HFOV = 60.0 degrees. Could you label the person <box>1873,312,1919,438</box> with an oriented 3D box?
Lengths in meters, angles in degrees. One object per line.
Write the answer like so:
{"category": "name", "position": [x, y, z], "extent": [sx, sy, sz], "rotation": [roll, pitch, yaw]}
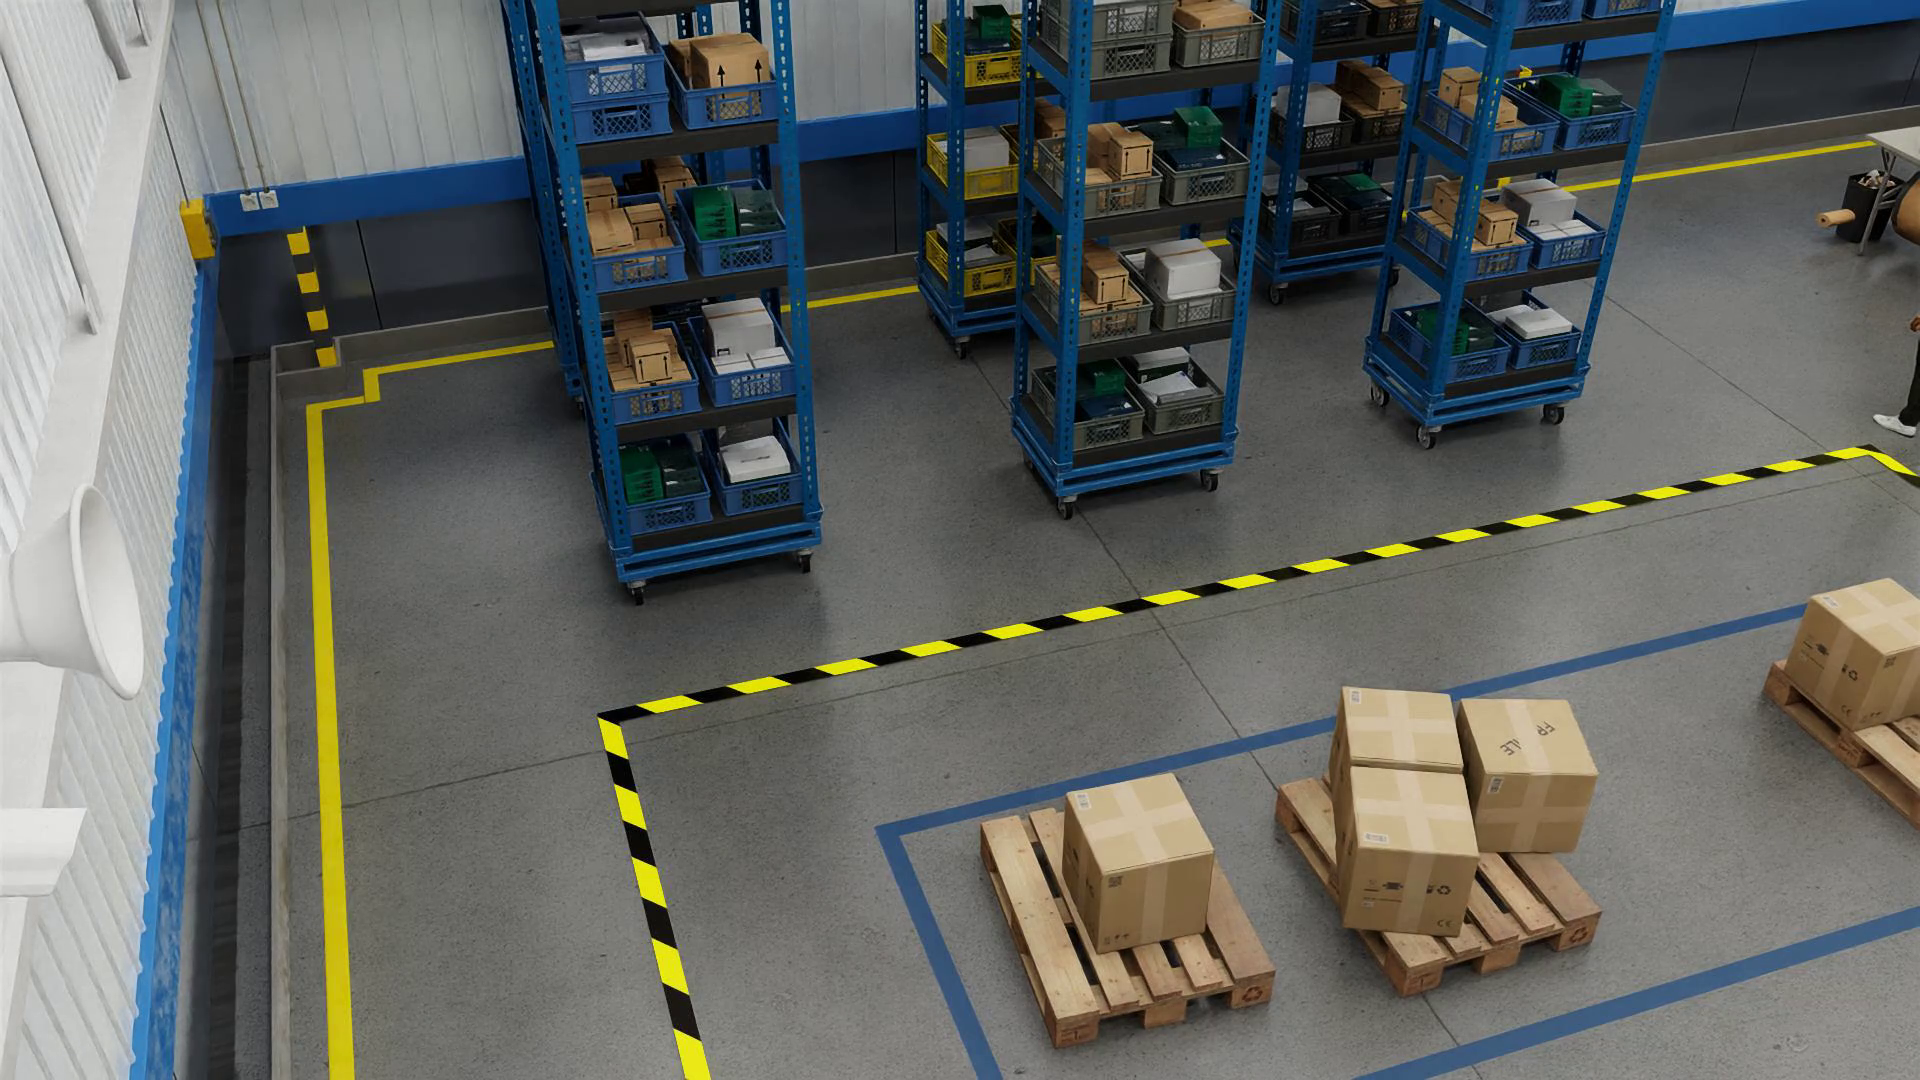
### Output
{"category": "person", "position": [6.486, -1.536, 10.859], "extent": [0.596, 1.852, 0.376], "rotation": [-13, 37, -17]}
